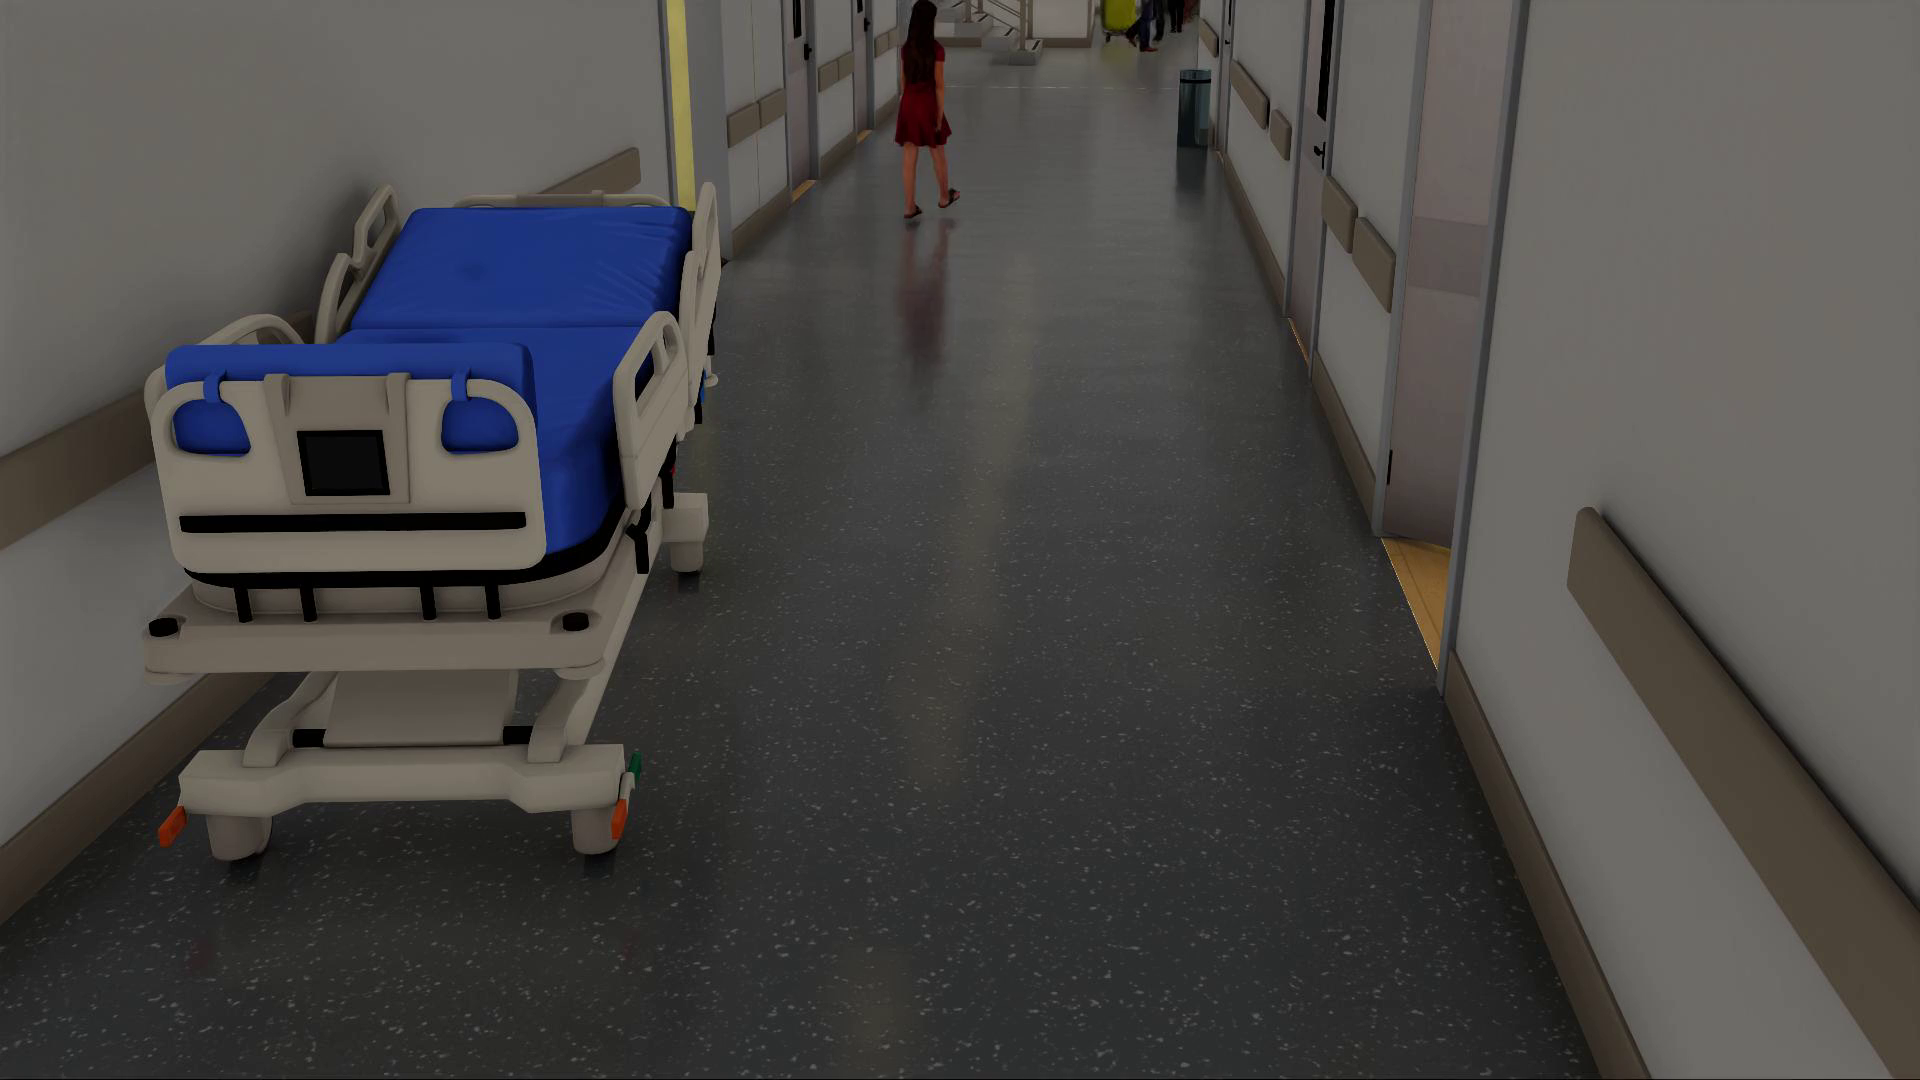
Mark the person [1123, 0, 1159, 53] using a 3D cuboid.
[{"bbox_3d":[2.894,-8.759,26.587,0.927,1.839,0.801,8,22,20],"label":"person"}]

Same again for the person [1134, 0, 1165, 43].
[{"bbox_3d":[3.303,-9.302,28.134,1.214,1.759,1.085,13,24,30],"label":"person"}]

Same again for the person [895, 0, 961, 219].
[{"bbox_3d":[-0.312,-3.098,12.084,0.961,1.518,0.779,7,22,19],"label":"person"}]
